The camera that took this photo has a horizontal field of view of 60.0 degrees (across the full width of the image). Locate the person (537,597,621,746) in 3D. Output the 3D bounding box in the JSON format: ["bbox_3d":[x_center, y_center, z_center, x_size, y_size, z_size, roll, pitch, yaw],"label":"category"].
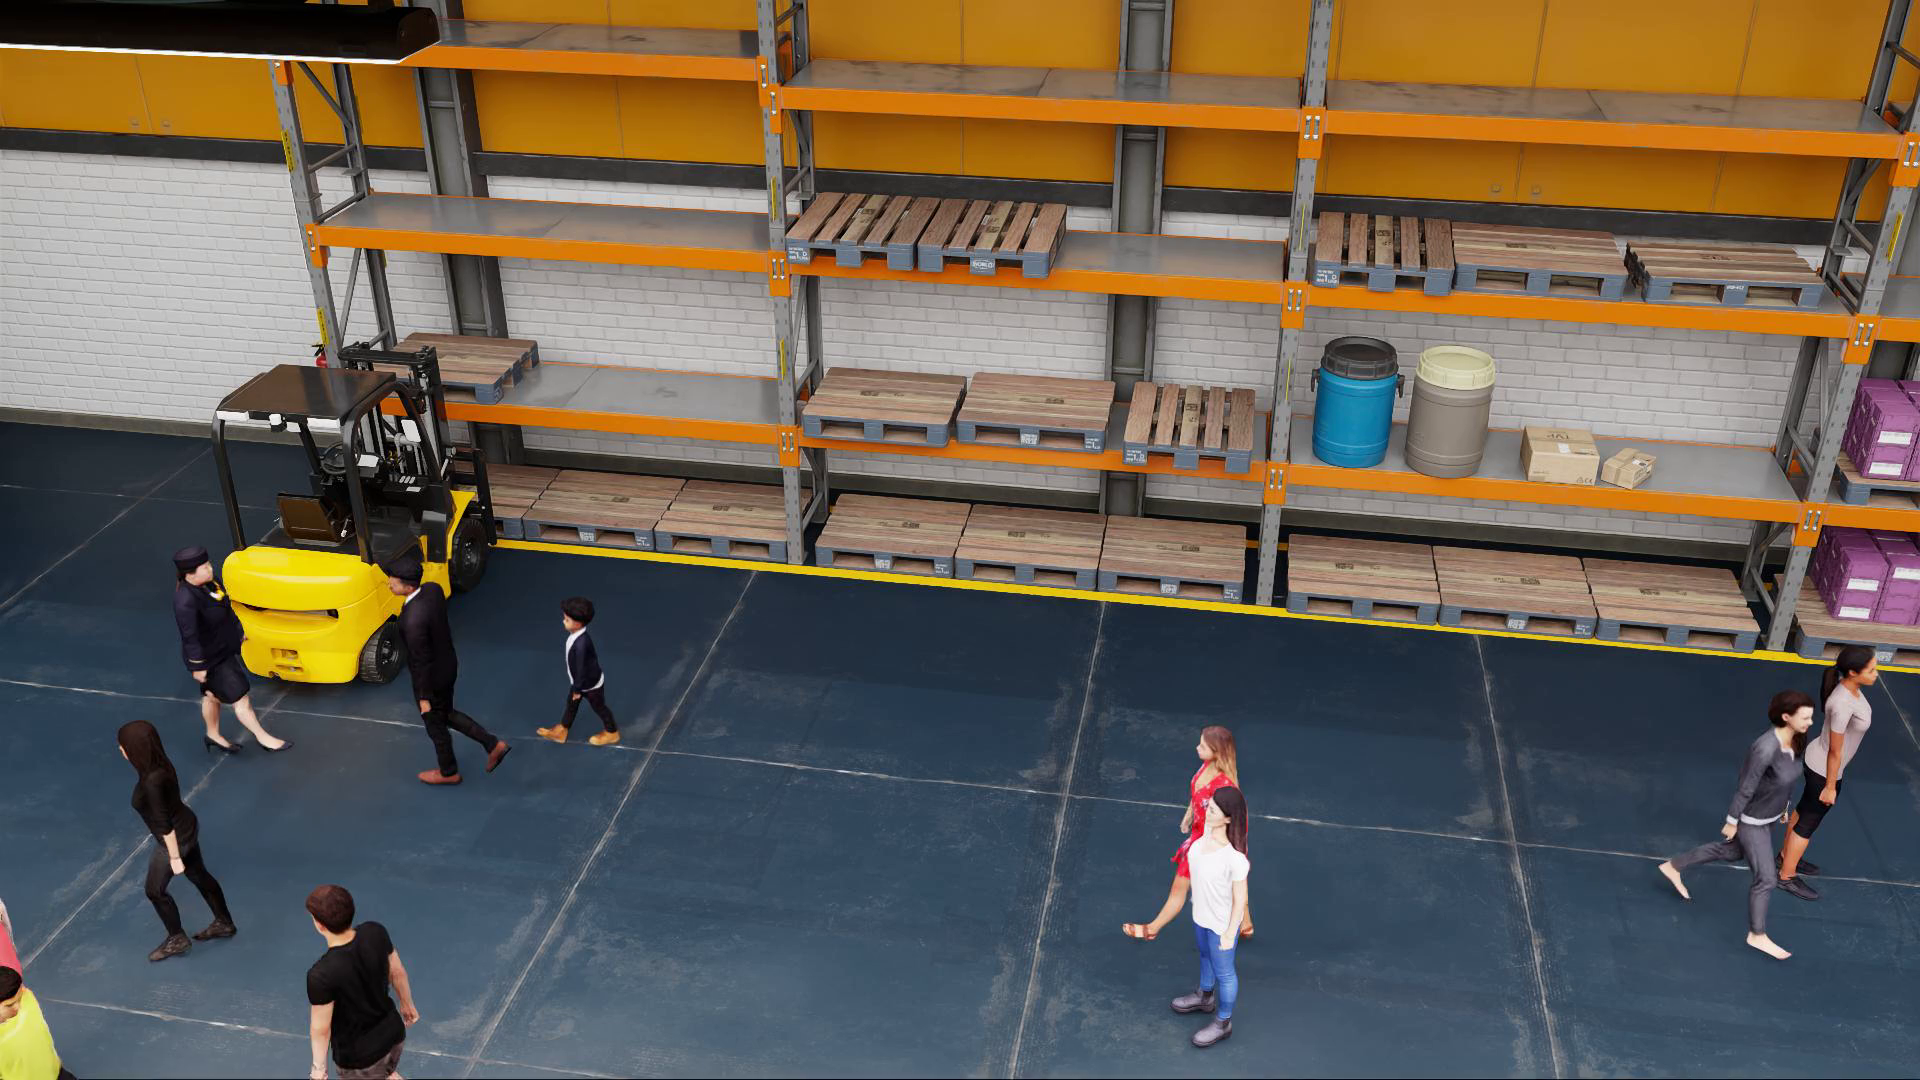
[{"bbox_3d":[-2.597,0.948,11.771,0.873,1.202,0.721,-9,30,-15],"label":"person"}]

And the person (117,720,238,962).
[{"bbox_3d":[-4.565,1.755,9.853,0.836,1.623,0.758,-8,30,-14],"label":"person"}]

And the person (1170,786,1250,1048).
[{"bbox_3d":[1.427,2.073,9.205,0.673,1.684,0.680,-8,30,-15],"label":"person"}]

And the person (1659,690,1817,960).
[{"bbox_3d":[4.689,1.619,9.992,1.200,1.728,1.030,25,37,38],"label":"person"}]

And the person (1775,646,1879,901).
[{"bbox_3d":[5.377,1.415,10.345,0.639,1.748,0.665,14,32,24],"label":"person"}]

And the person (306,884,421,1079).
[{"bbox_3d":[-2.863,2.509,8.238,0.732,1.846,0.775,9,30,17],"label":"person"}]

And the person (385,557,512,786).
[{"bbox_3d":[-3.435,0.907,11.161,0.953,1.859,0.806,2,29,3],"label":"person"}]

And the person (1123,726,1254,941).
[{"bbox_3d":[1.582,1.787,9.866,1.081,1.553,0.715,-1,29,-1],"label":"person"}]

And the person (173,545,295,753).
[{"bbox_3d":[-5.274,0.804,11.561,0.973,1.656,0.849,-2,29,-4],"label":"person"}]
